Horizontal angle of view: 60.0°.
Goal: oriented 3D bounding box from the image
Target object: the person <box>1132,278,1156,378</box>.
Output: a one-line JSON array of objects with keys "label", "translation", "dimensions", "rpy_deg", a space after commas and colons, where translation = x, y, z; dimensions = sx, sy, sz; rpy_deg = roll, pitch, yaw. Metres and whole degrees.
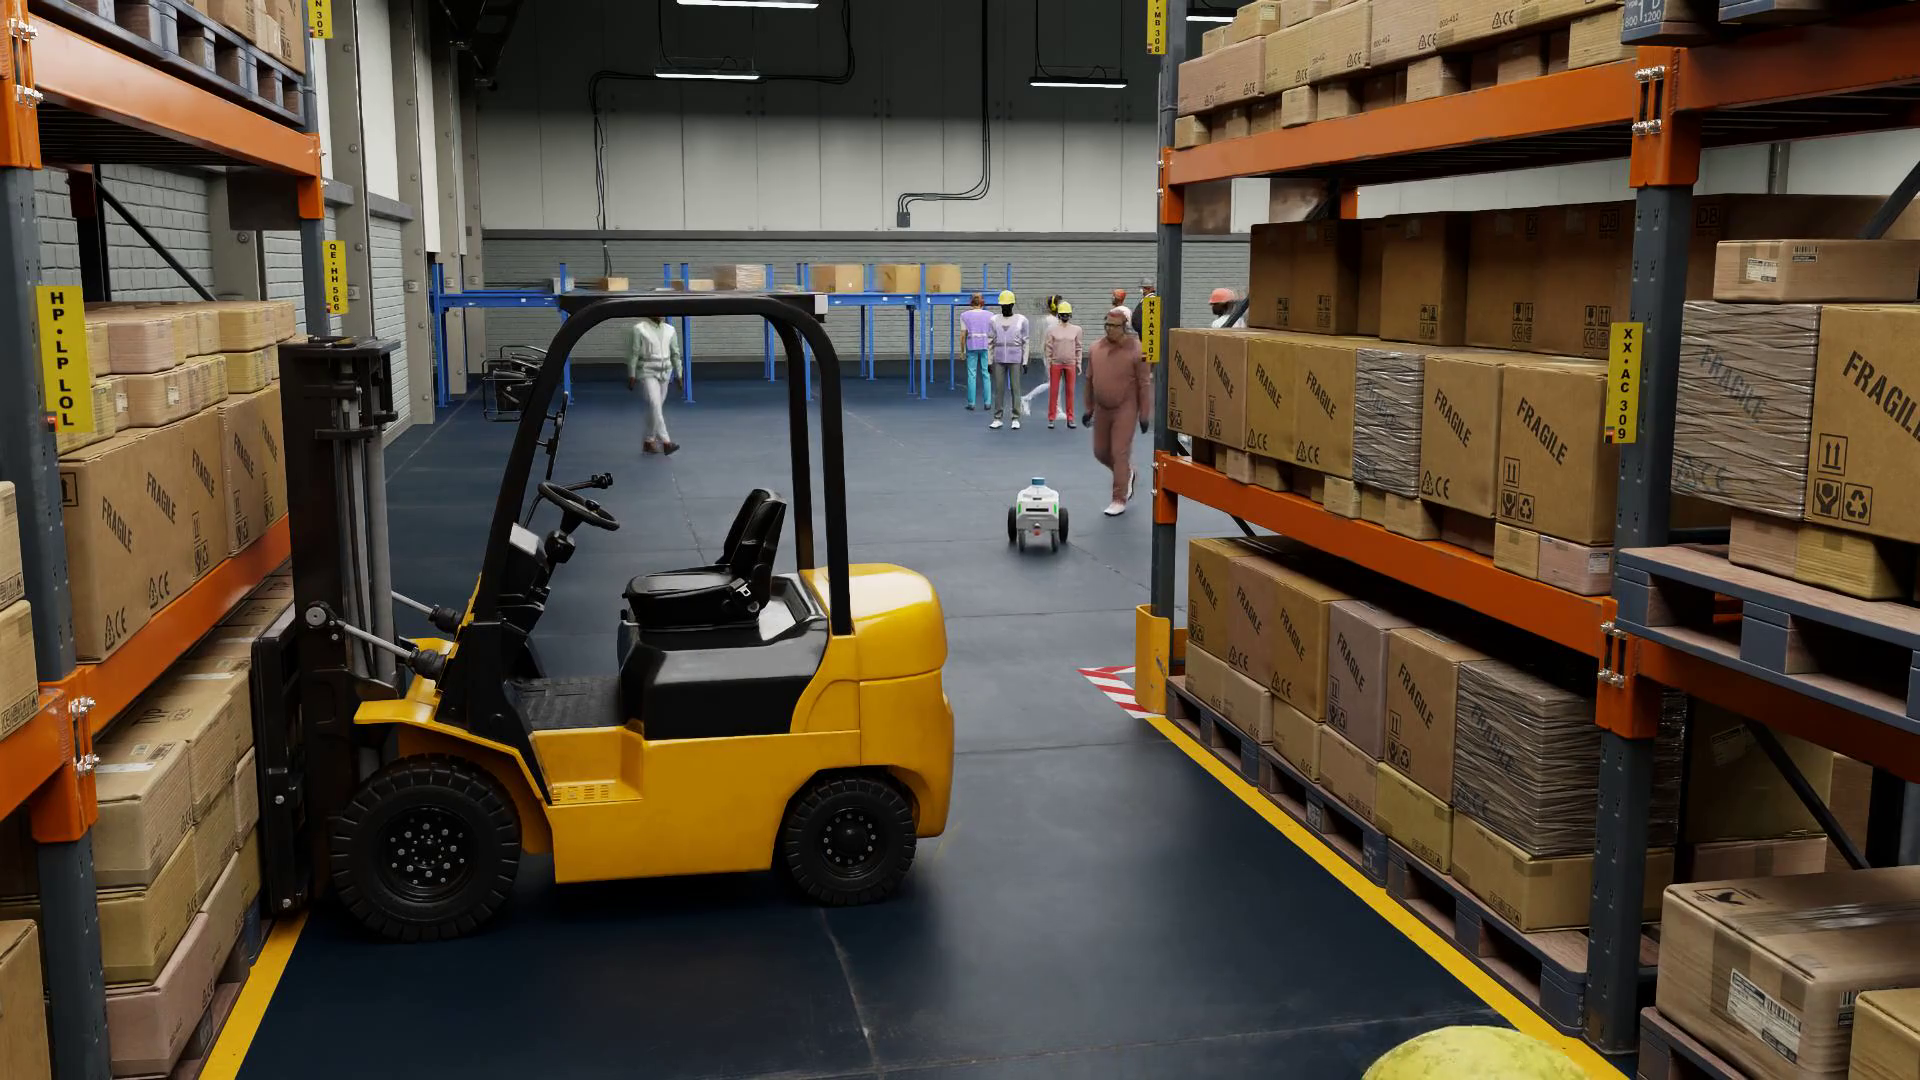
[{"label": "person", "translation": [3.787, -4.336, 34.106], "dimensions": [0.537, 2.000, 0.682], "rpy_deg": [0, 9, -3]}]

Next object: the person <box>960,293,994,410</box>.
[{"label": "person", "translation": [0.277, -2.990, 26.390], "dimensions": [0.564, 1.838, 0.390], "rpy_deg": [-2, 9, -11]}]

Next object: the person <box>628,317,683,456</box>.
[{"label": "person", "translation": [-3.564, -1.957, 19.865], "dimensions": [0.642, 1.903, 0.971], "rpy_deg": [-9, 13, -44]}]

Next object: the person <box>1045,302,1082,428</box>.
[{"label": "person", "translation": [1.457, -2.455, 23.345], "dimensions": [0.524, 1.770, 0.315], "rpy_deg": [-1, 9, -5]}]

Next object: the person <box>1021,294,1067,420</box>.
[{"label": "person", "translation": [1.296, -2.714, 24.658], "dimensions": [0.710, 1.858, 0.506], "rpy_deg": [2, 10, 12]}]

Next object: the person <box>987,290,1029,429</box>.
[{"label": "person", "translation": [0.662, -2.515, 23.231], "dimensions": [0.594, 1.922, 0.385], "rpy_deg": [3, 10, 16]}]

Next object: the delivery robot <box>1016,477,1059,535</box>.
[{"label": "delivery robot", "translation": [0.634, -0.266, 13.529], "dimensions": [0.477, 0.478, 0.707], "rpy_deg": [1, 9, 4]}]

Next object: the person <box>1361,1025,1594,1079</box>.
[{"label": "person", "translation": [0.341, 1.179, 1.285], "dimensions": [0.503, 1.728, 0.402], "rpy_deg": [-4, 10, -23]}]

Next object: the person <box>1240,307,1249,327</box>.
[{"label": "person", "translation": [5.121, -3.325, 28.273], "dimensions": [0.631, 1.883, 1.021], "rpy_deg": [-7, 11, -36]}]

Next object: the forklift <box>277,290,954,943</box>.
[{"label": "forklift", "translation": [-1.179, 0.175, 6.143], "dimensions": [2.313, 2.155, 1.214], "rpy_deg": [-2, 10, -12]}]

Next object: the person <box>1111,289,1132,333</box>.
[{"label": "person", "translation": [2.626, -3.204, 27.552], "dimensions": [0.351, 1.884, 0.581], "rpy_deg": [6, 11, 33]}]

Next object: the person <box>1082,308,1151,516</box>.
[{"label": "person", "translation": [1.497, -1.197, 15.328], "dimensions": [0.660, 1.882, 0.702], "rpy_deg": [7, 12, 38]}]

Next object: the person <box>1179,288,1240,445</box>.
[{"label": "person", "translation": [3.305, -2.146, 20.821], "dimensions": [1.067, 1.995, 0.614], "rpy_deg": [8, 12, 41]}]
